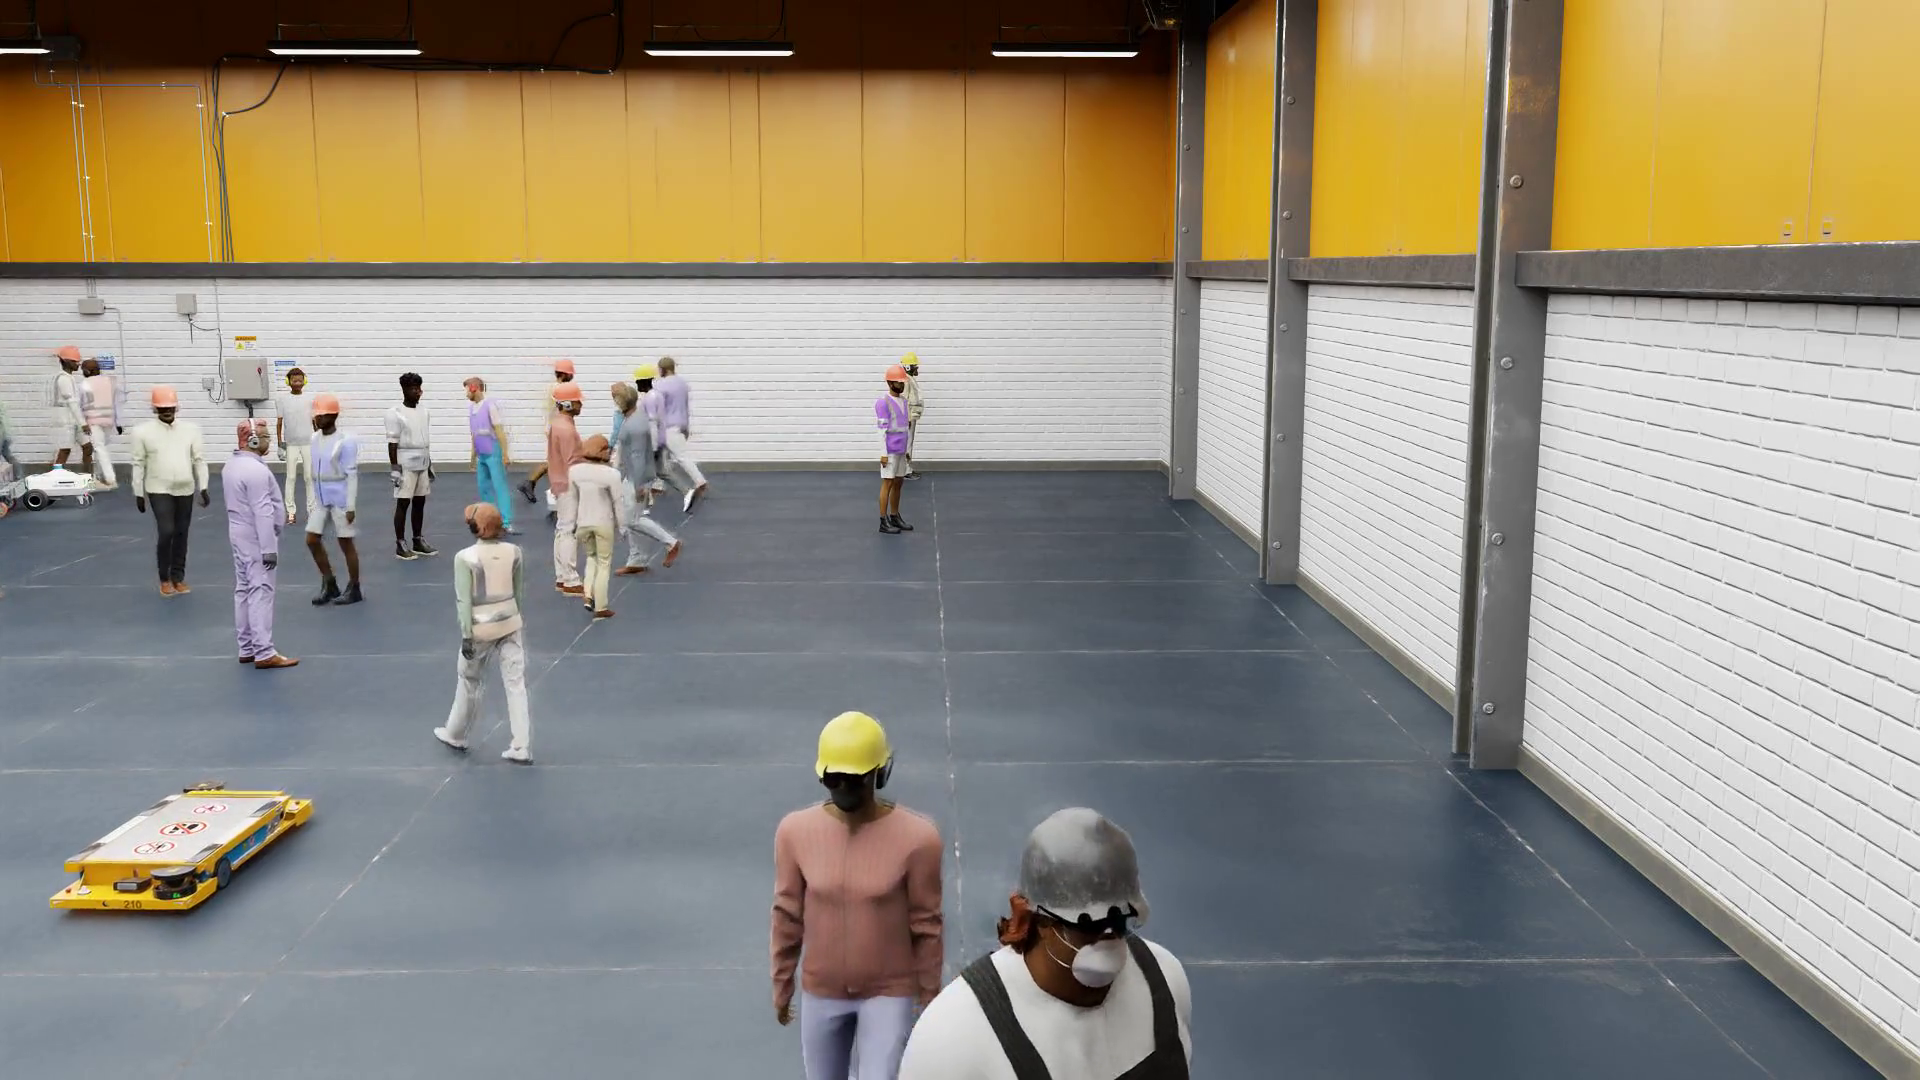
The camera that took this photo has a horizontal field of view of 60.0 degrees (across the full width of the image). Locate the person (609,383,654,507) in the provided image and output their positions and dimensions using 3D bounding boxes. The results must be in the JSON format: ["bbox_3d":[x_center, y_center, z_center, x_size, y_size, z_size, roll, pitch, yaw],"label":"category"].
[{"bbox_3d":[-4.324,-1.195,21.121,0.887,1.584,0.517,-1,9,-3],"label":"person"}]

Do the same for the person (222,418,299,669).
[{"bbox_3d":[-5.351,0.022,12.699,0.399,1.908,0.643,-8,12,-41],"label":"person"}]

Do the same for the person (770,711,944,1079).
[{"bbox_3d":[-0.301,1.343,5.117,0.532,1.745,0.742,2,9,10],"label":"person"}]

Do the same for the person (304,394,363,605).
[{"bbox_3d":[-5.646,-0.350,14.918,0.569,1.920,0.602,5,10,27],"label":"person"}]

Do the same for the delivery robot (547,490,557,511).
[{"bbox_3d":[-4.526,-0.493,19.702,0.707,0.478,0.477,3,10,17],"label":"delivery robot"}]

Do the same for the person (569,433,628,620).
[{"bbox_3d":[-3.130,-0.117,14.431,0.520,1.617,0.371,3,10,18],"label":"person"}]

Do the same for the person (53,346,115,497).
[{"bbox_3d":[-11.731,-1.578,22.172,0.861,2.006,0.612,-4,10,-21],"label":"person"}]

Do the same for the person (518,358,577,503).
[{"bbox_3d":[-5.236,-1.400,21.488,0.926,1.897,0.548,-4,10,-23],"label":"person"}]

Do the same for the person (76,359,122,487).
[{"bbox_3d":[-11.986,-1.610,23.064,0.978,1.790,0.640,6,11,32],"label":"person"}]

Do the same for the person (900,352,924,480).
[{"bbox_3d":[-0.721,-1.789,24.025,0.403,1.834,0.587,1,9,4],"label":"person"}]

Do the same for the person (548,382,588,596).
[{"bbox_3d":[-3.632,-0.476,15.481,0.381,1.994,0.613,-4,10,-24],"label":"person"}]

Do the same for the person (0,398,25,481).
[{"bbox_3d":[-13.070,-1.415,22.495,0.584,1.578,0.873,6,11,34],"label":"person"}]

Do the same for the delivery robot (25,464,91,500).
[{"bbox_3d":[-11.420,-0.717,21.080,0.707,0.478,0.477,-3,10,-16],"label":"delivery robot"}]

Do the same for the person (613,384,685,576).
[{"bbox_3d":[-3.114,-0.587,16.400,0.598,1.918,0.632,-3,10,-17],"label":"person"}]

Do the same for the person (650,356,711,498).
[{"bbox_3d":[-3.765,-1.492,22.034,0.999,1.903,0.646,3,10,19],"label":"person"}]

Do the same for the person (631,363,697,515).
[{"bbox_3d":[-3.701,-1.231,20.417,0.826,1.893,0.611,0,9,-3],"label":"person"}]

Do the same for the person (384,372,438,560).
[{"bbox_3d":[-5.745,-0.777,17.450,0.366,1.951,0.614,4,10,23],"label":"person"}]

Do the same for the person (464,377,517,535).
[{"bbox_3d":[-5.354,-0.955,19.019,0.371,1.808,0.743,-9,13,-43],"label":"person"}]

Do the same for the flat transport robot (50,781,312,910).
[{"bbox_3d":[-3.912,1.530,8.457,0.652,0.197,1.431,0,9,2],"label":"flat transport robot"}]

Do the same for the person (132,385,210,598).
[{"bbox_3d":[-7.281,-0.448,15.409,0.611,1.967,0.613,-9,13,-43],"label":"person"}]

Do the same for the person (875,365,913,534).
[{"bbox_3d":[-0.731,-1.044,19.139,0.366,1.935,0.552,5,11,29],"label":"person"}]

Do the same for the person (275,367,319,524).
[{"bbox_3d":[-7.896,-1.129,19.871,0.511,1.872,0.328,-6,11,-32],"label":"person"}]

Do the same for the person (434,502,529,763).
[{"bbox_3d":[-2.960,0.559,10.325,0.839,1.592,0.535,7,12,37],"label":"person"}]
